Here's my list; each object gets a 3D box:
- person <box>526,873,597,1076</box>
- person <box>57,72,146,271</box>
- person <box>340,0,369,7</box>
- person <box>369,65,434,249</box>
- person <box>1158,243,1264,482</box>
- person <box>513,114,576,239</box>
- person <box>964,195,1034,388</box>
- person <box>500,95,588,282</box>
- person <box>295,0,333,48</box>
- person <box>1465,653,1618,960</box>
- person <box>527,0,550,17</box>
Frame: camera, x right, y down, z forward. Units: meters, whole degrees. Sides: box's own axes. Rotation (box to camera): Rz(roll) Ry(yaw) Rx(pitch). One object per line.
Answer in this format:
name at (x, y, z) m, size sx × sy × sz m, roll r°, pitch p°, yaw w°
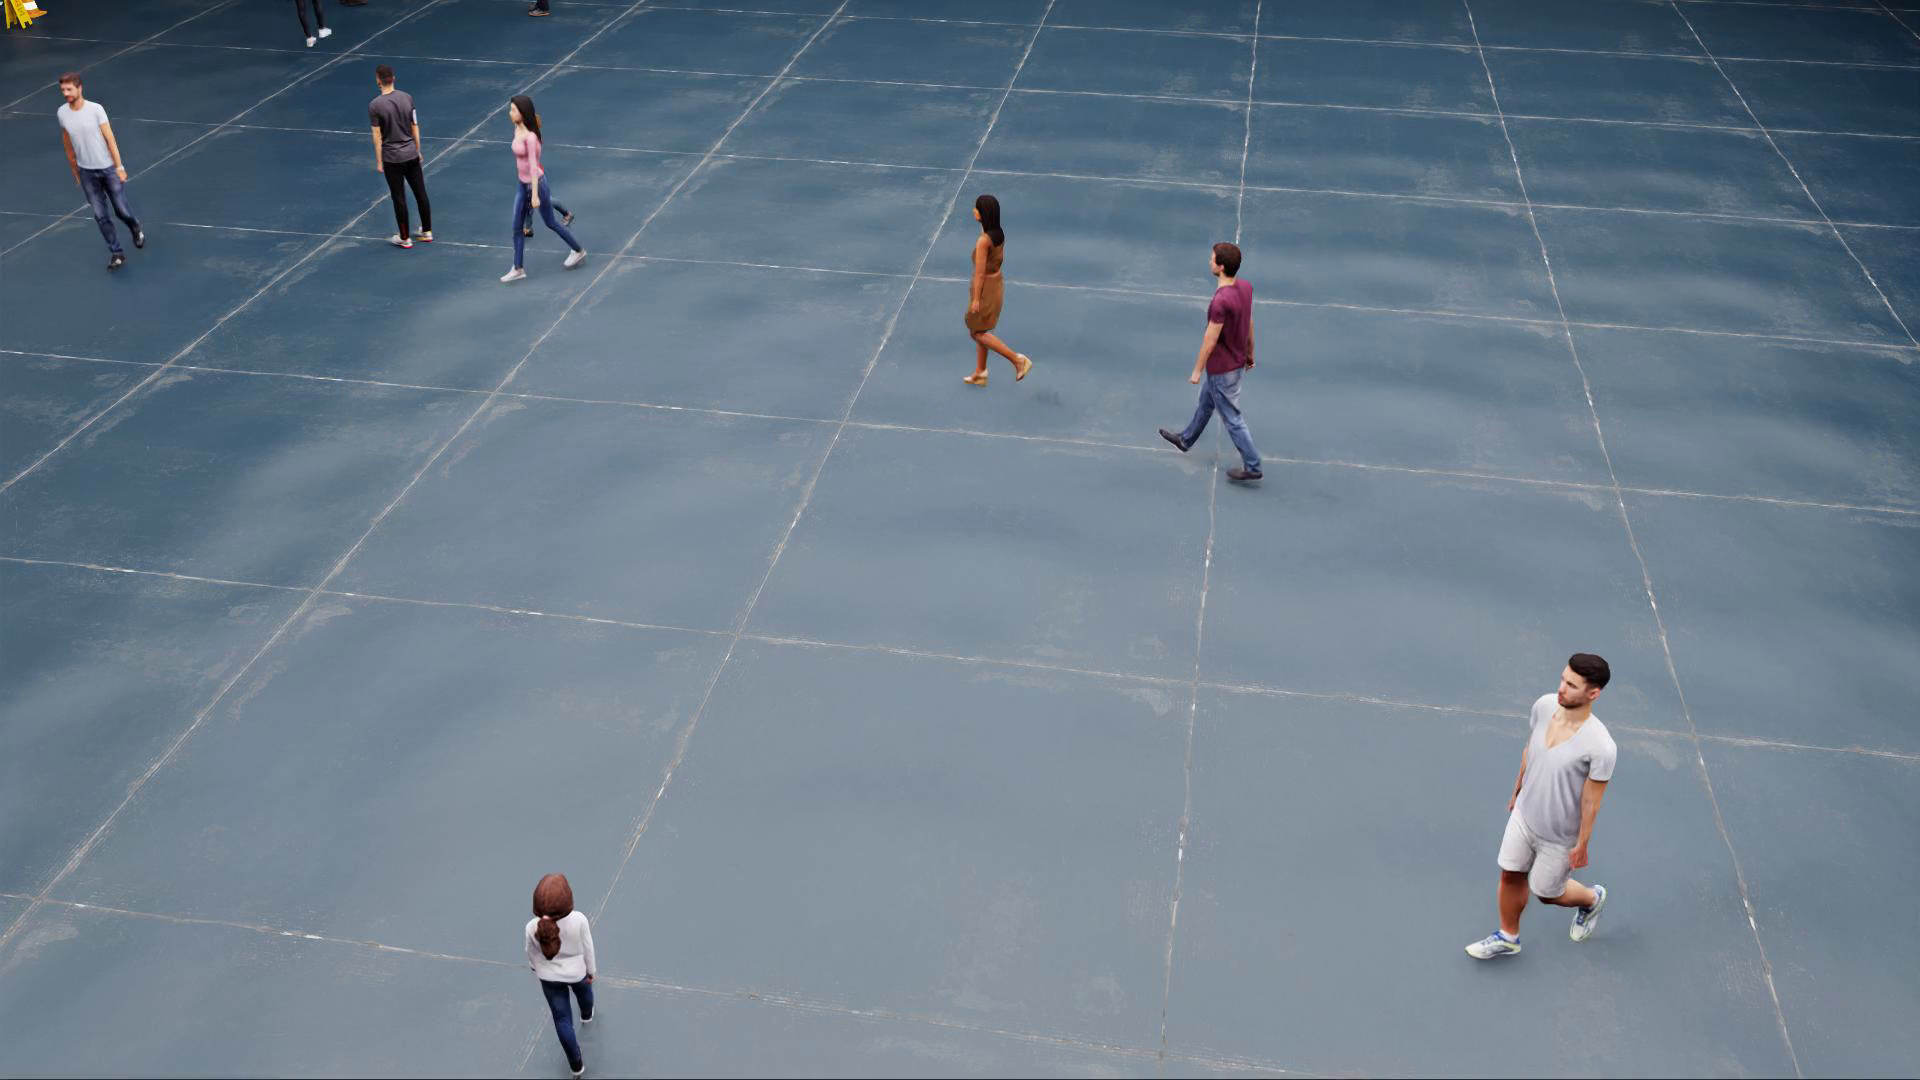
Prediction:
person at (-1.832, 2.028, 7.704) m, size 0.708 × 1.090 × 0.690 m, roll -10°, pitch 34°, yaw -15°
person at (-8.153, -3.537, 15.811) m, size 0.882 × 1.853 × 0.848 m, roll -3°, pitch 32°, yaw -5°
person at (-8.971, -8.628, 23.950) m, size 0.798 × 1.780 × 0.714 m, roll -28°, pitch 42°, yaw -37°
person at (-5.459, -3.741, 16.219) m, size 0.714 × 1.762 × 0.704 m, roll 27°, pitch 41°, yaw 35°
person at (2.034, -1.262, 12.256) m, size 1.266 × 1.798 × 0.953 m, roll 18°, pitch 36°, yaw 26°
person at (-4.159, -3.636, 16.499) m, size 0.895 × 1.287 × 0.856 m, roll -23°, pitch 39°, yaw -32°
person at (0.284, -1.963, 13.485) m, size 0.836 × 1.672 × 0.608 m, roll 8°, pitch 33°, yaw 13°
person at (-3.912, -3.289, 15.560) m, size 1.122 × 1.701 × 1.090 m, roll -22°, pitch 38°, yaw -31°
person at (-8.811, -7.443, 22.123) m, size 0.817 × 1.725 × 0.739 m, roll -1°, pitch 32°, yaw -2°
person at (2.962, 1.328, 8.113) m, size 1.115 × 1.837 × 0.993 m, roll -12°, pitch 34°, yaw -19°
person at (-6.047, -8.375, 23.511) m, size 0.709 × 1.820 × 0.728 m, roll -7°, pitch 33°, yaw -11°
